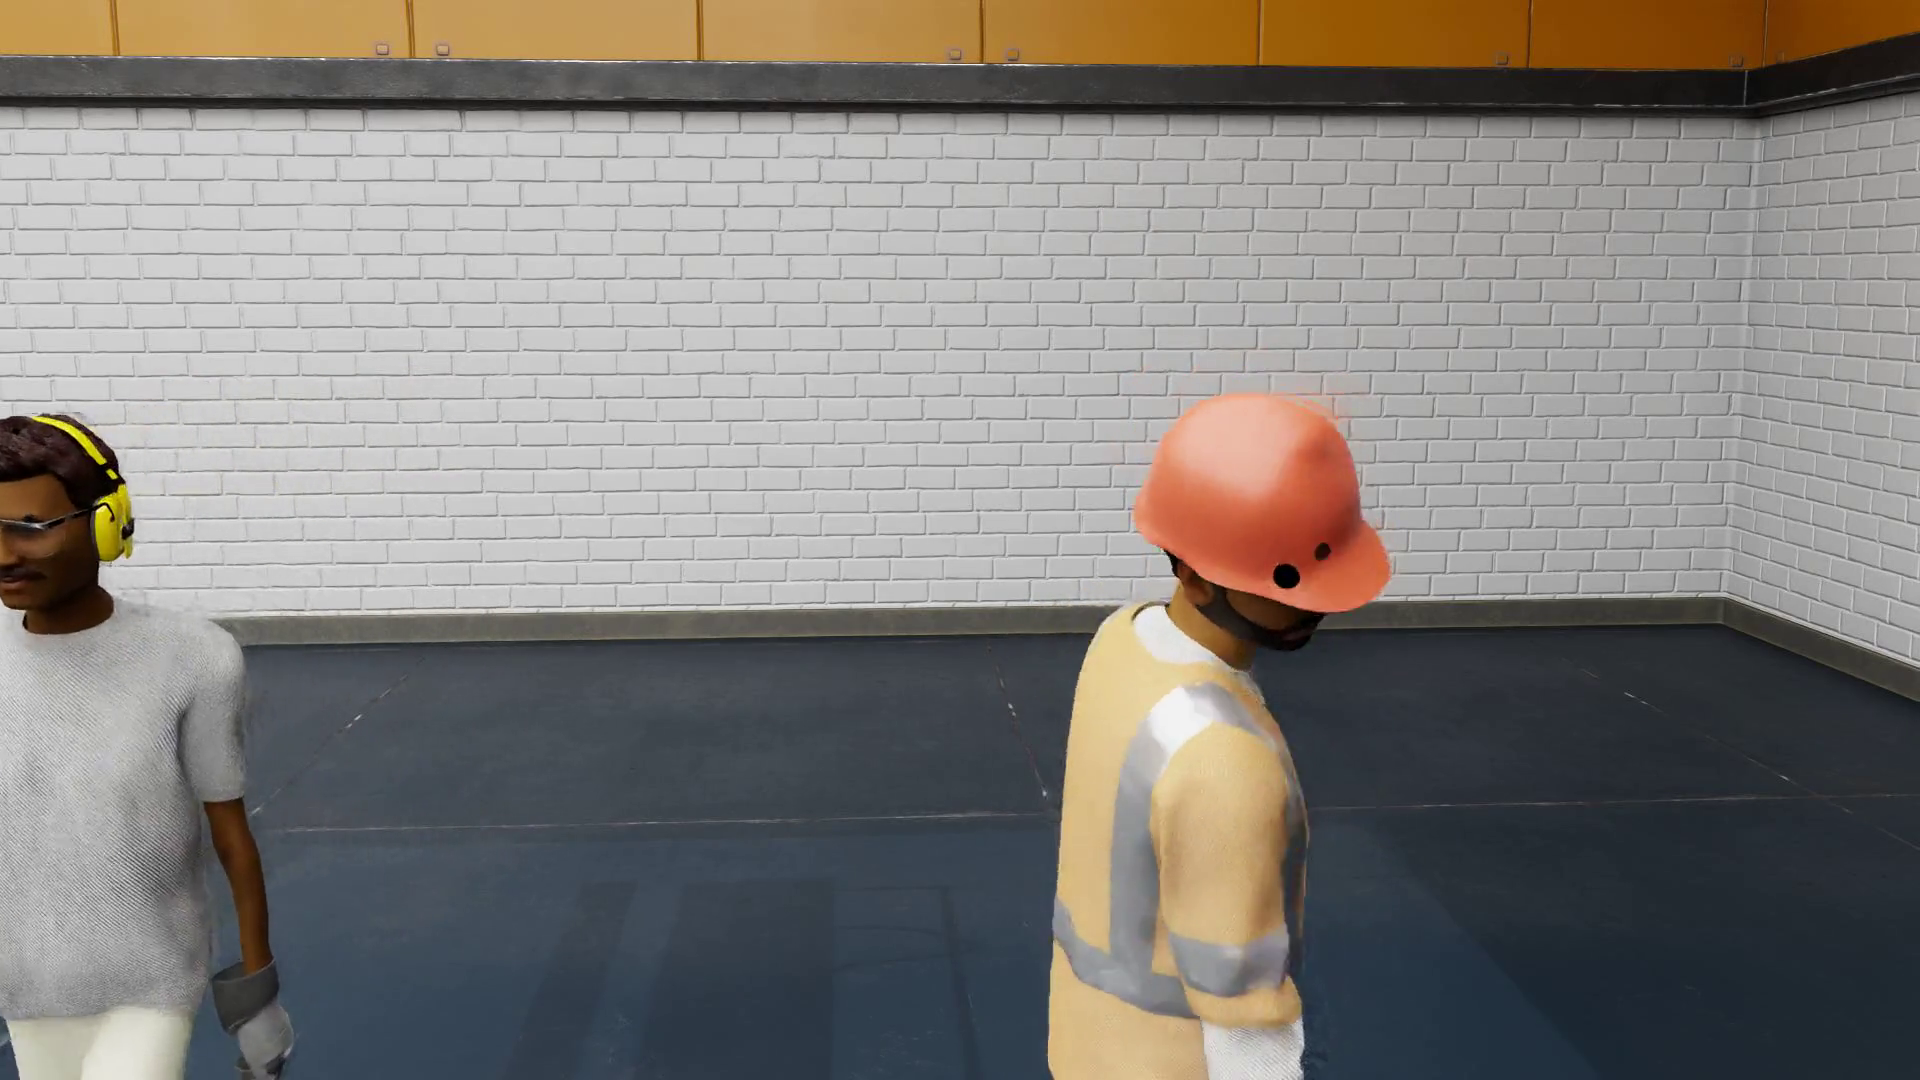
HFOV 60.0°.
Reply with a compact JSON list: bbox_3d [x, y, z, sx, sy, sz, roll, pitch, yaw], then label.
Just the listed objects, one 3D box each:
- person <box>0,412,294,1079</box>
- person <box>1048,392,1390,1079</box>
[{"bbox_3d":[-1.354,0.697,2.673,0.553,1.836,0.866,0,9,0],"label":"person"},{"bbox_3d":[0.253,0.753,2.129,0.445,1.889,0.700,-2,9,-10],"label":"person"}]
